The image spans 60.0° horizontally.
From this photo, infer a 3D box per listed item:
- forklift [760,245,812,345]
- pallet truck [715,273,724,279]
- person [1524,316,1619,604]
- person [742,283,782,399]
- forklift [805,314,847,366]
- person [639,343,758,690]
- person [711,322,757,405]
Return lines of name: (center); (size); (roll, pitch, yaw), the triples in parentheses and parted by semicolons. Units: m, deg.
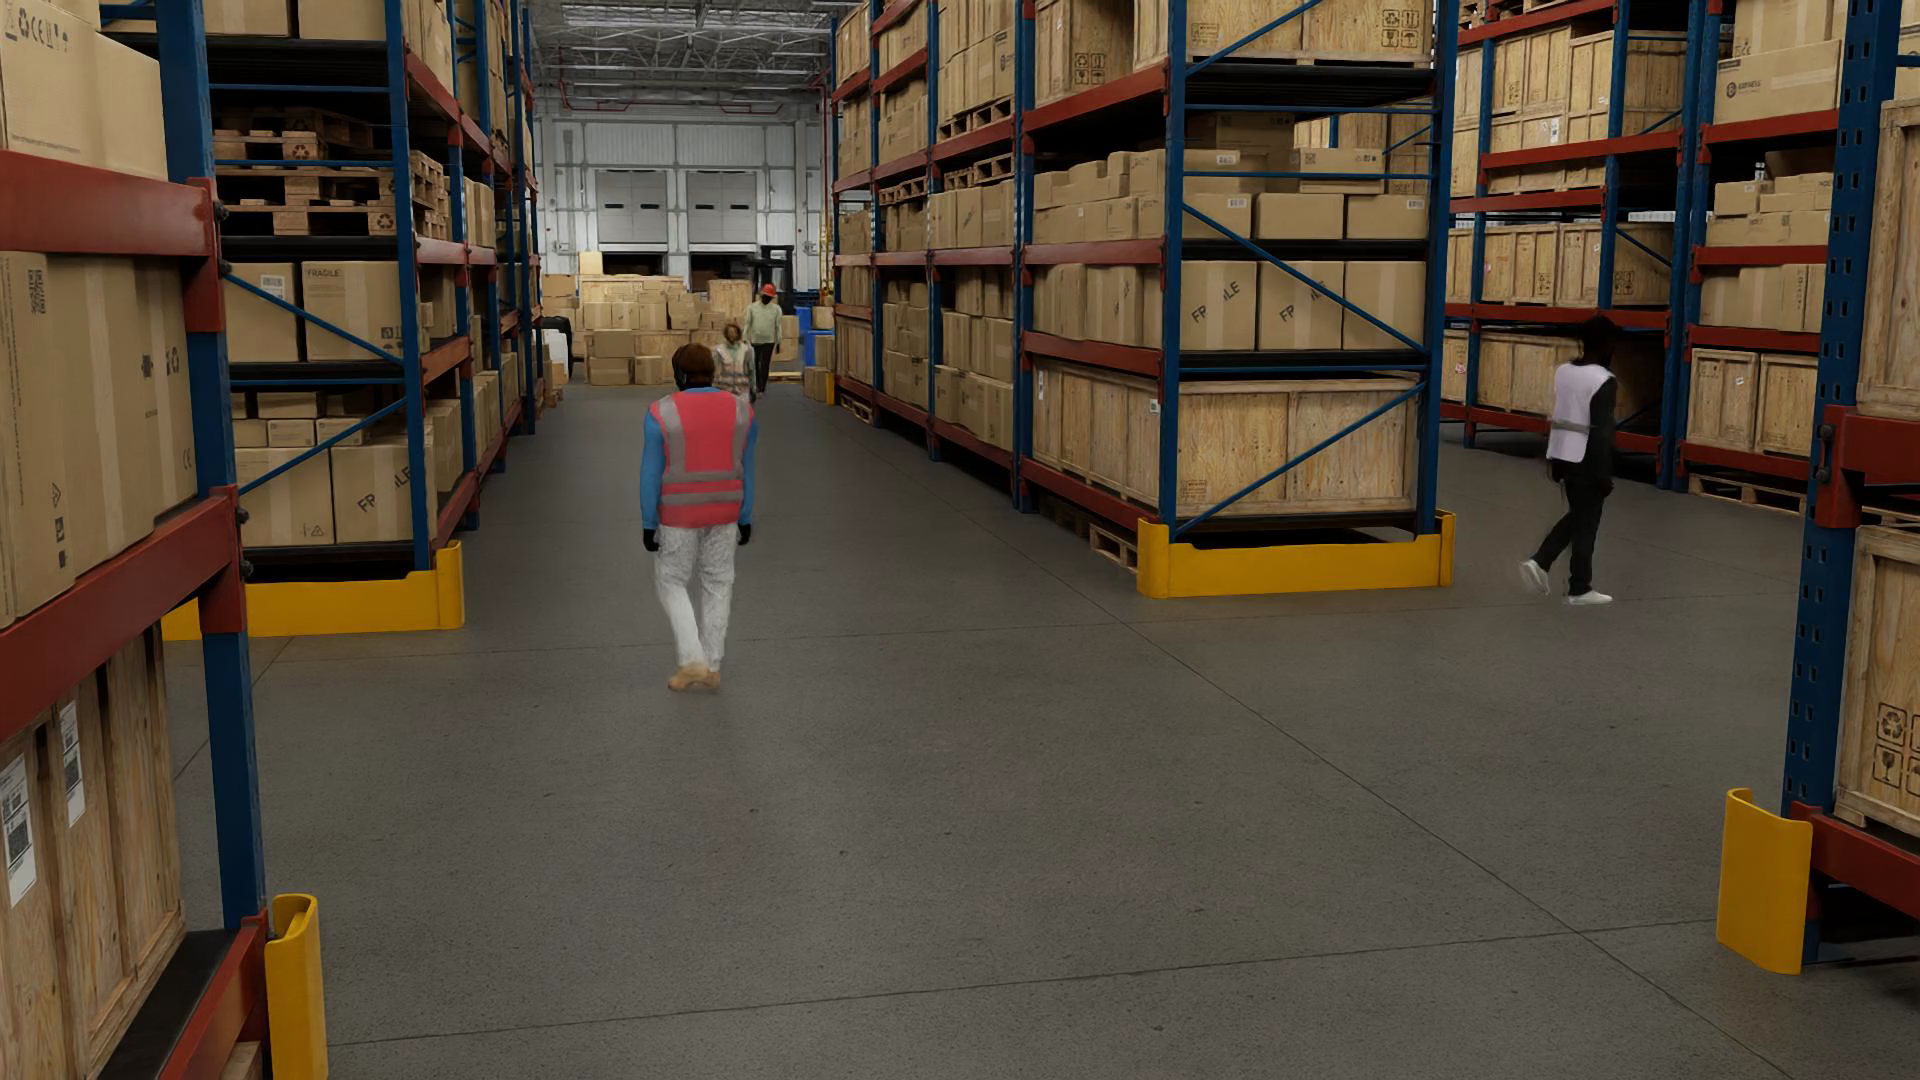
forklift: (-5.040, -6.785, 46.180); (1.129, 2.768, 1.873); (5, 11, 29)
pallet truck: (-8.580, -8.986, 62.280); (1.885, 1.965, 0.823); (1, 9, 5)
person: (4.052, -0.509, 10.883); (0.487, 1.906, 0.620); (-2, 10, -12)
person: (-3.358, -3.377, 28.228); (0.691, 1.949, 0.636); (-1, 9, -4)
forklift: (-1.809, -4.163, 30.199); (1.873, 2.768, 1.129); (-7, 12, -36)
person: (-1.369, -0.113, 8.714); (0.636, 1.830, 0.452); (-5, 11, -28)
person: (-2.555, -1.651, 18.805); (0.522, 1.592, 0.877); (-1, 9, -9)
